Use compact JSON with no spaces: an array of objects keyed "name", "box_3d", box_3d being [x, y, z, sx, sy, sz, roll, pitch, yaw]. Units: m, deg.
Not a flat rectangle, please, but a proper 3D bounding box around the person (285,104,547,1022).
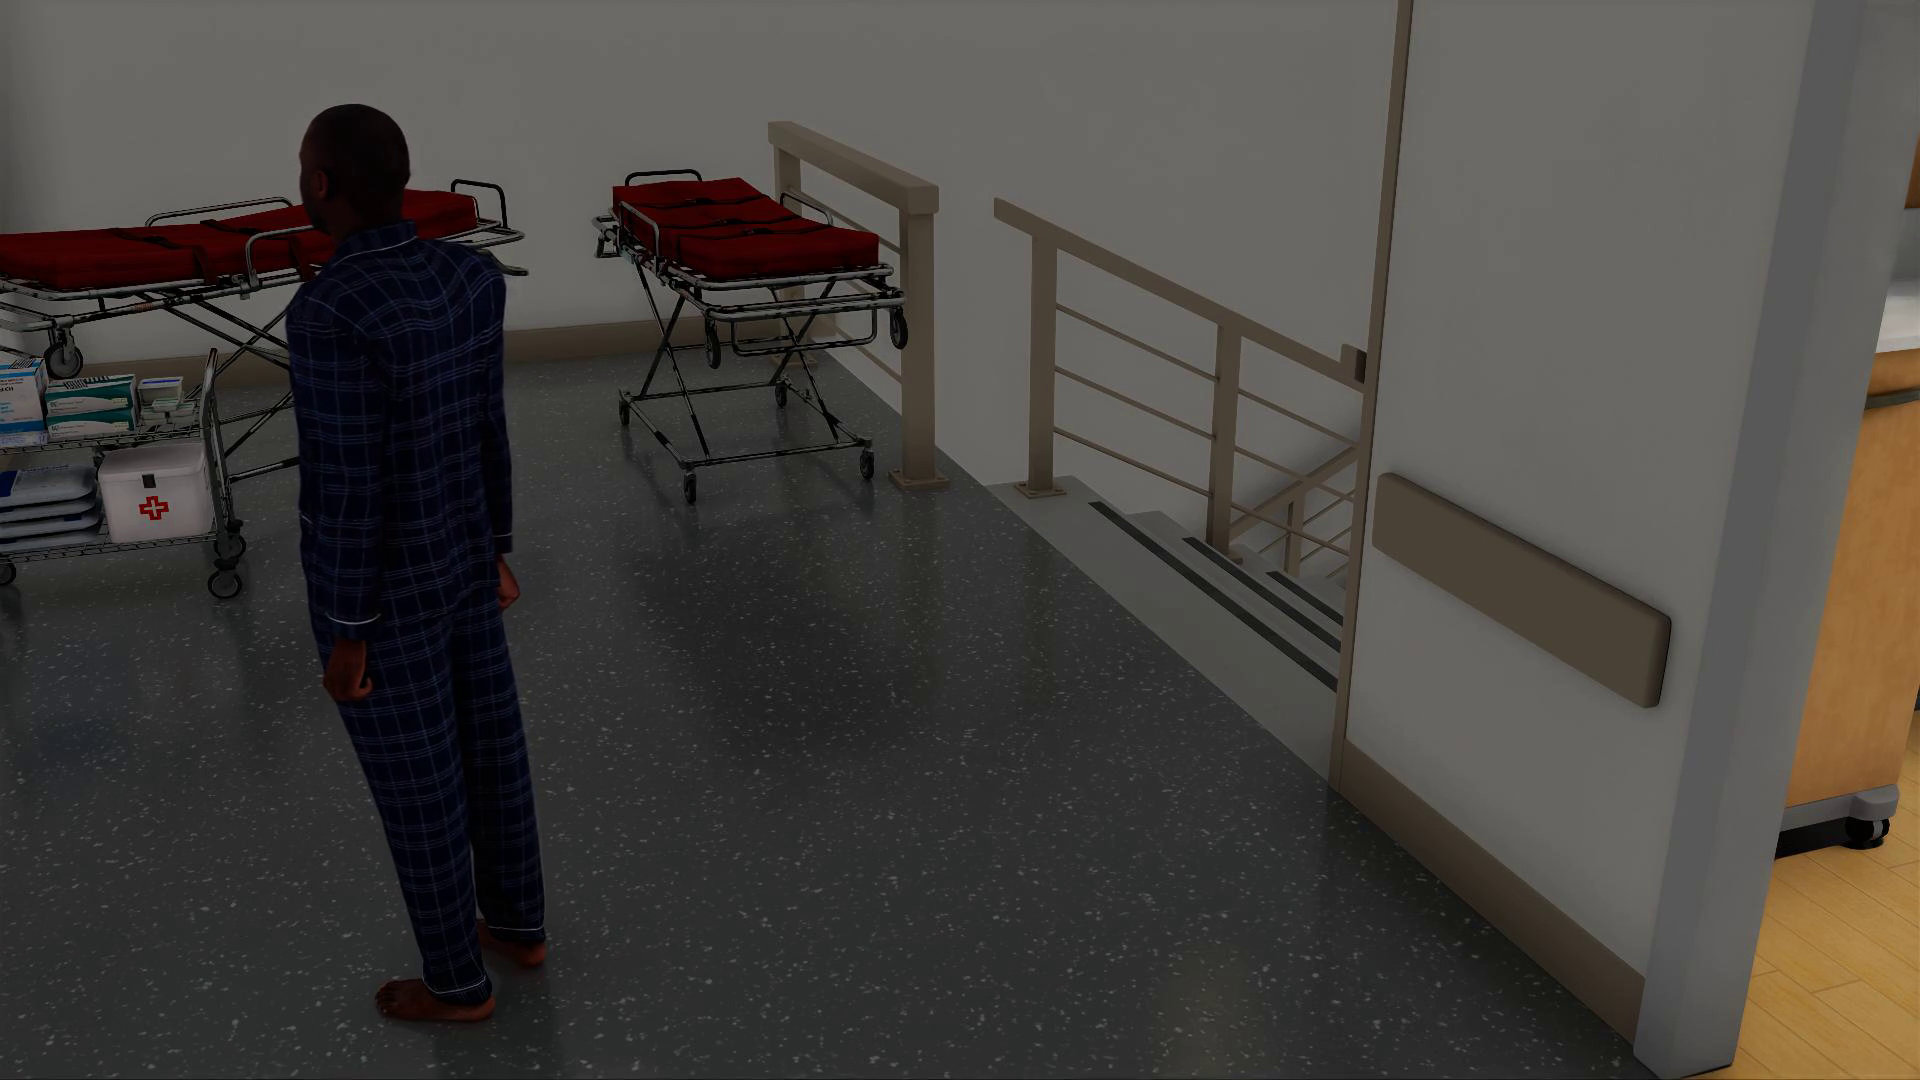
[{"name":"person","box_3d":[-1.057,0.085,3.220,0.833,1.823,0.768,9,22,22]}]
